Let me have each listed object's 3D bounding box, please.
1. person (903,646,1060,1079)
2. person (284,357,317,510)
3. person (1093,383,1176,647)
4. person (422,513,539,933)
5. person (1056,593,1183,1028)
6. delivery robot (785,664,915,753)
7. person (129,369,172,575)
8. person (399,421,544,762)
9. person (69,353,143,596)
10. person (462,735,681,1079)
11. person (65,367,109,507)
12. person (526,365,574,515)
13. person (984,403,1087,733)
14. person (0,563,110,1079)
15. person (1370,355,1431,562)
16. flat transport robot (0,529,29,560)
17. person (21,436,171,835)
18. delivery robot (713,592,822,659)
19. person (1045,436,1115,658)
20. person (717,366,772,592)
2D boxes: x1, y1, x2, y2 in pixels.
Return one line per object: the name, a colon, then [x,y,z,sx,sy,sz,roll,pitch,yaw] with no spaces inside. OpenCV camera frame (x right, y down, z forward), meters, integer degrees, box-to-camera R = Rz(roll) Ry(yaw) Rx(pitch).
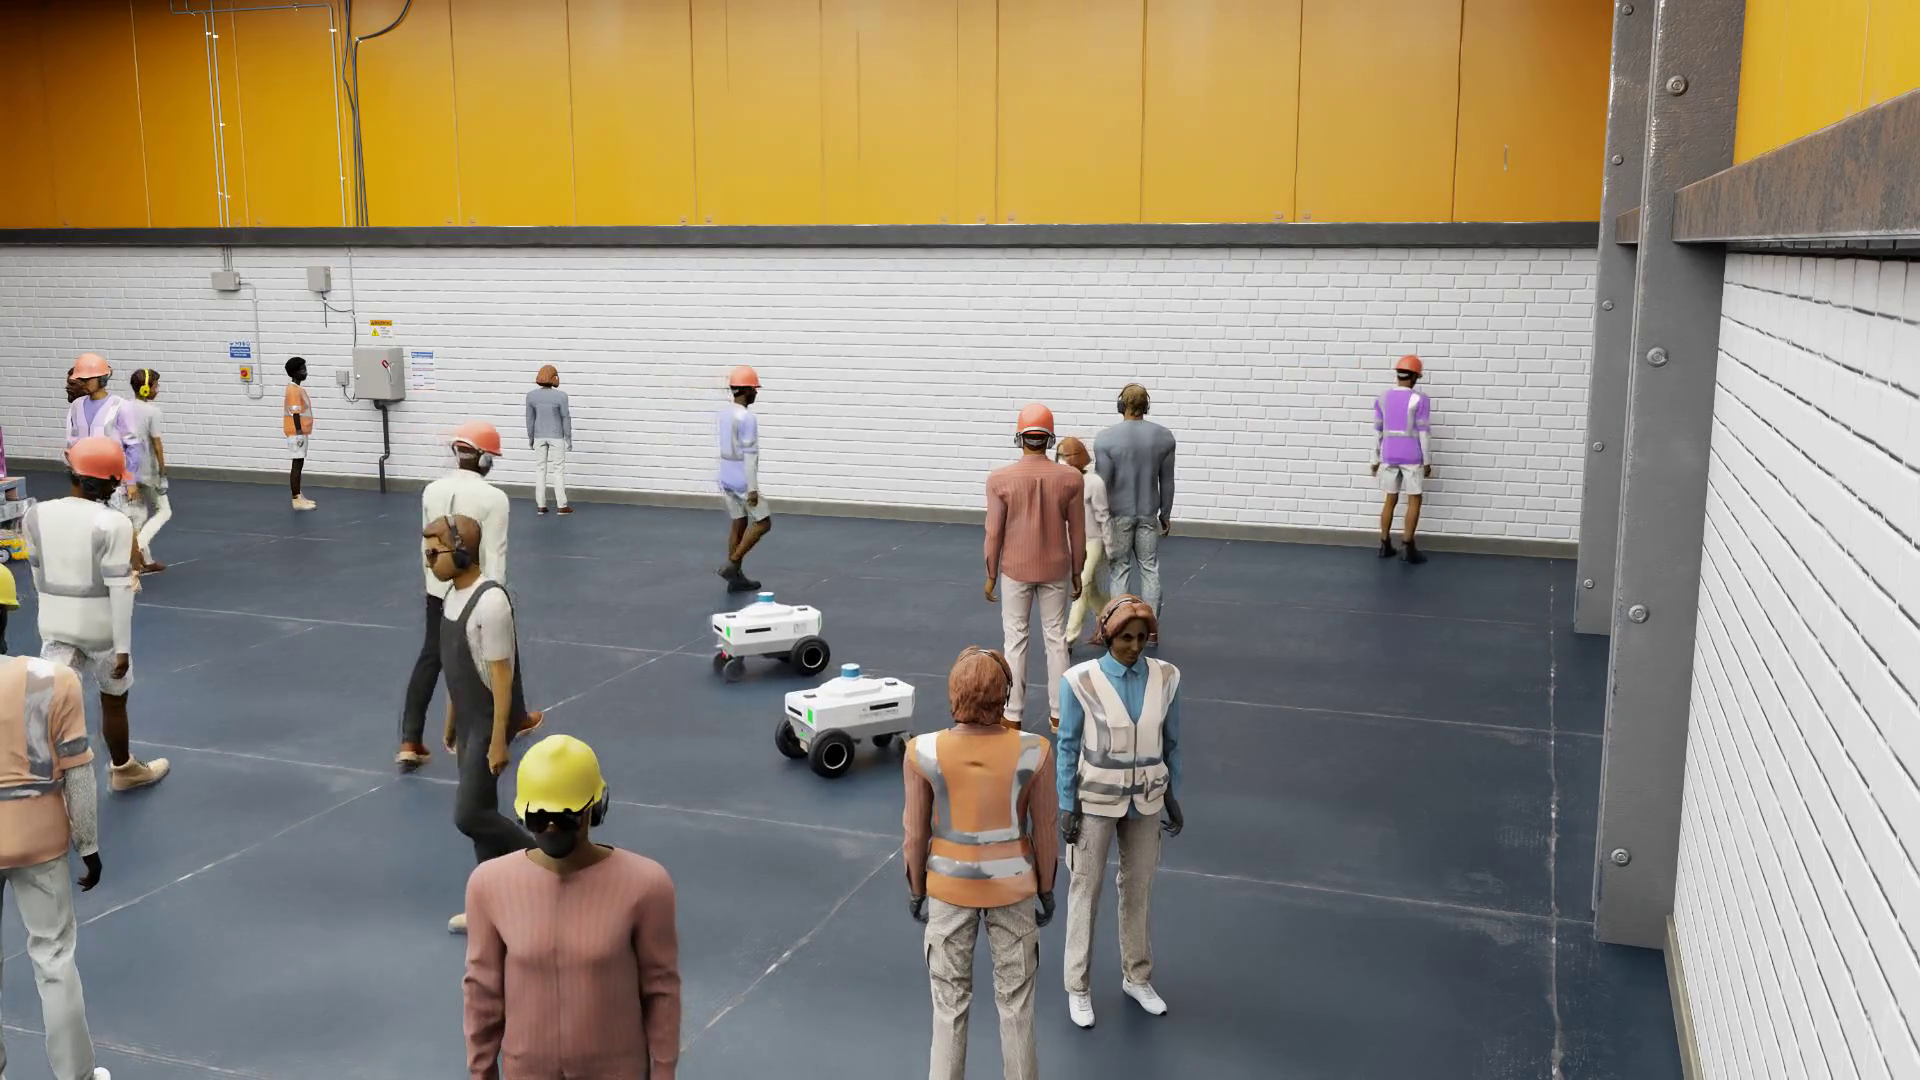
person: [0.070,1.157,5.434,0.511,1.640,0.308,0,10,0]
person: [-7.328,-1.182,18.441,0.317,1.695,0.540,-4,11,-20]
person: [1.248,-0.170,12.063,0.638,1.938,0.356,-3,11,-17]
person: [-2.003,0.779,7.036,0.450,1.829,0.538,-7,12,-34]
person: [0.600,1.007,6.280,0.512,1.640,0.309,-4,11,-19]
delivery robot: [-0.615,0.947,9.407,0.707,0.478,0.477,-6,12,-31]
person: [-7.216,-0.580,14.630,0.551,1.849,0.498,3,10,15]
person: [-2.858,0.294,9.513,0.689,1.931,1.062,4,11,23]
person: [-7.093,-0.522,13.759,0.615,2.039,0.392,3,10,15]
person: [-0.956,1.329,4.114,0.533,1.765,0.331,0,10,-3]
person: [-7.338,-0.519,14.083,0.591,1.922,0.392,7,13,36]
person: [-4.462,-1.088,18.094,0.507,1.632,0.268,2,10,10]
person: [0.445,0.182,9.925,0.622,1.994,0.381,-2,10,-9]
person: [-3.162,1.007,5.497,0.585,1.917,0.381,-4,11,-21]
person: [4.095,-0.747,15.392,0.558,1.909,0.692,-9,14,-43]
flat transport robot: [-9.236,0.104,15.214,0.652,0.197,1.431,9,13,40]
person: [-4.412,0.447,8.497,0.602,1.968,0.922,0,10,-1]
delivery robot: [-1.319,0.600,11.362,0.707,0.478,0.477,-5,11,-26]
person: [0.866,0.035,11.928,0.832,1.589,0.509,-9,13,-40]
person: [-1.816,-0.501,13.976,0.414,1.917,0.569,-6,12,-31]
